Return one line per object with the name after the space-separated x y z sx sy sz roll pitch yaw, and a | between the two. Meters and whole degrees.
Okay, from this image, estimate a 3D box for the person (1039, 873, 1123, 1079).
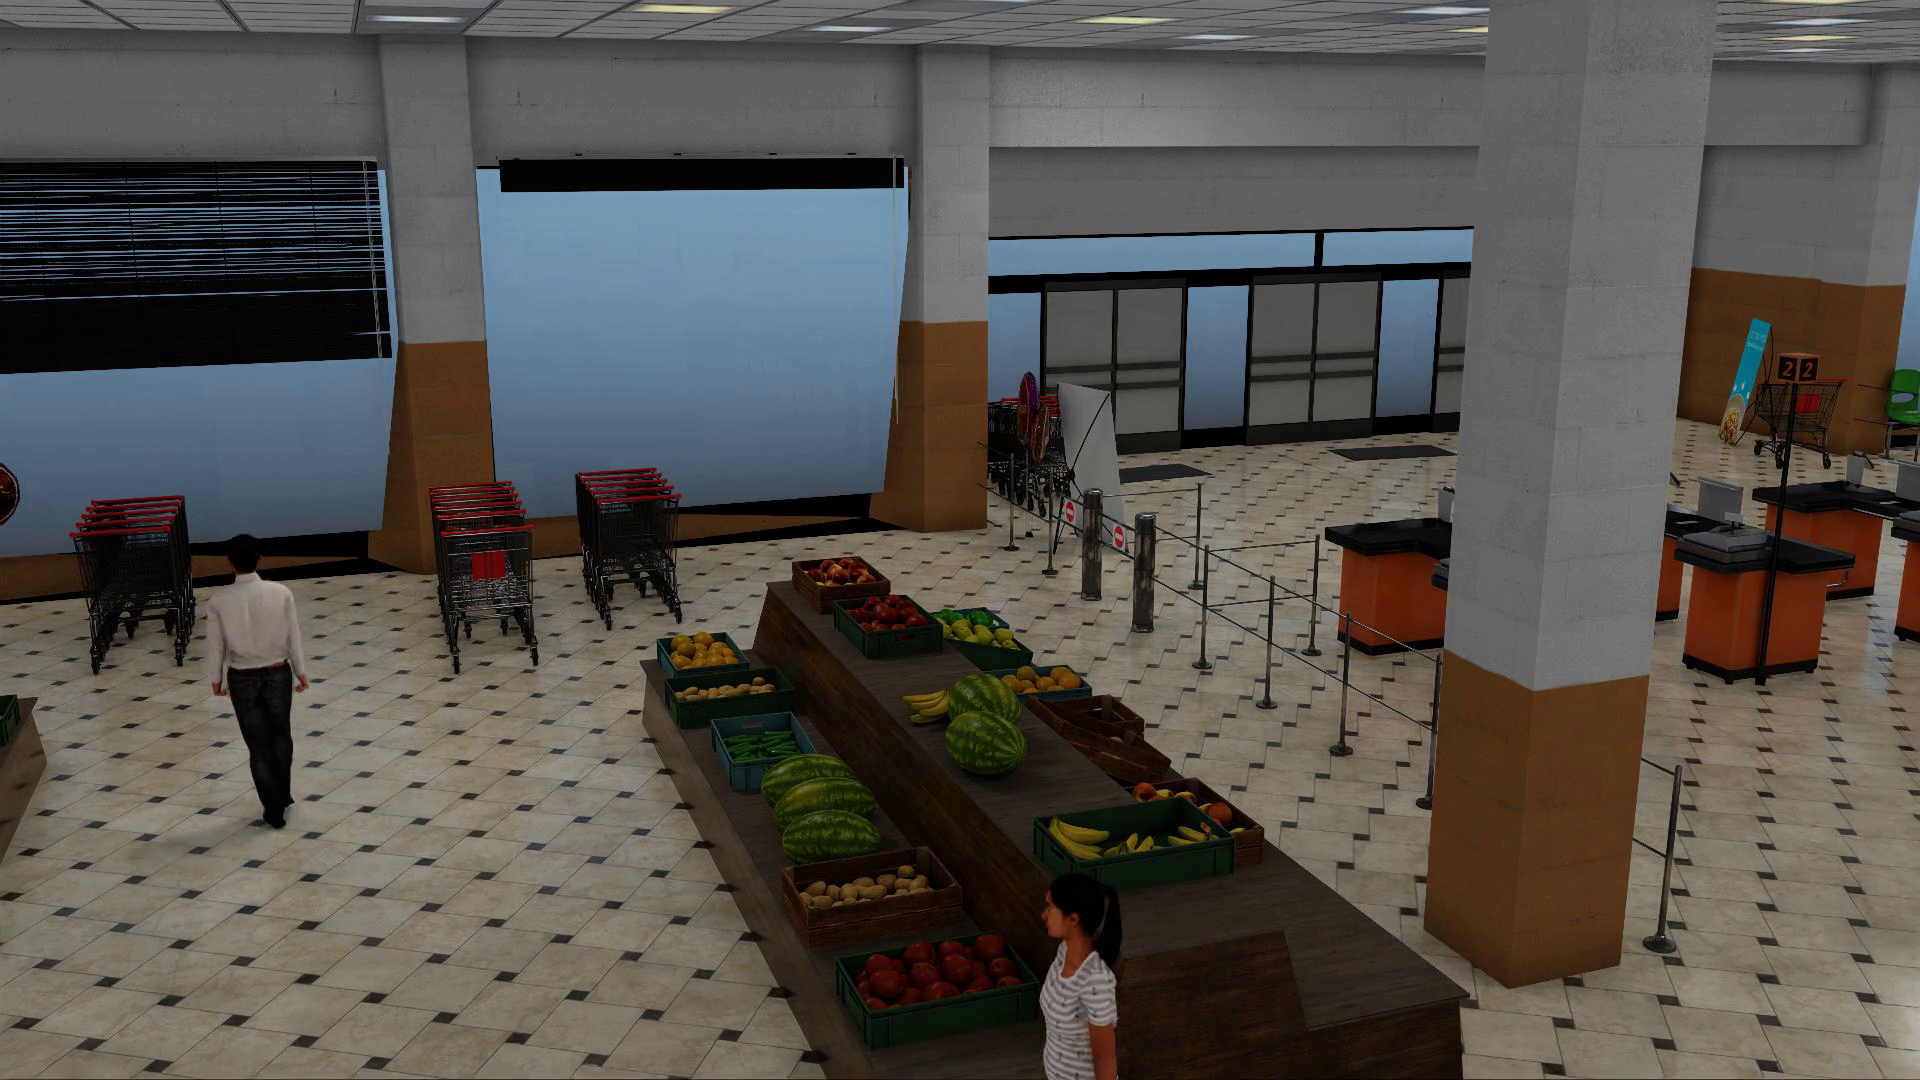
0.512 1.971 5.901 0.768 1.588 1.091 -3 14 -11 | person

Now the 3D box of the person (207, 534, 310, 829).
-4.187 0.875 9.969 0.740 1.800 0.692 -7 15 -28 | person
